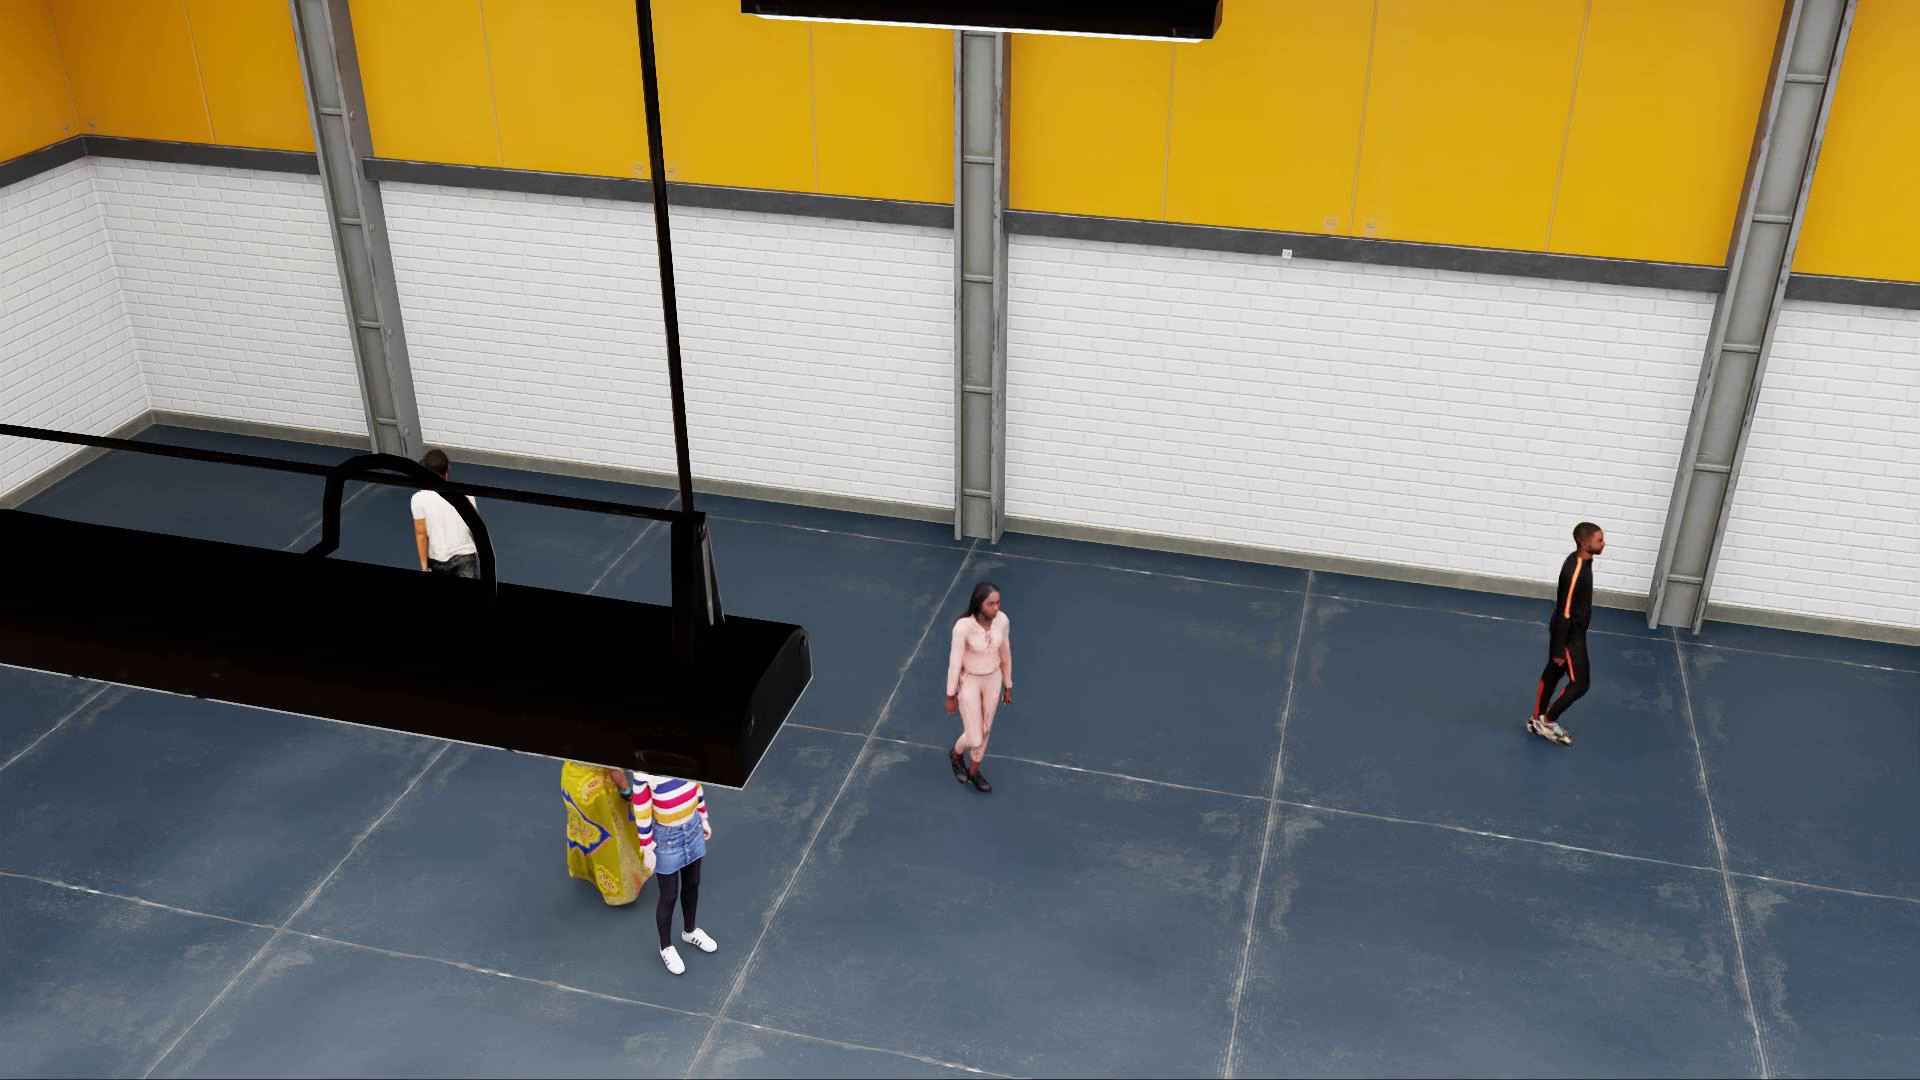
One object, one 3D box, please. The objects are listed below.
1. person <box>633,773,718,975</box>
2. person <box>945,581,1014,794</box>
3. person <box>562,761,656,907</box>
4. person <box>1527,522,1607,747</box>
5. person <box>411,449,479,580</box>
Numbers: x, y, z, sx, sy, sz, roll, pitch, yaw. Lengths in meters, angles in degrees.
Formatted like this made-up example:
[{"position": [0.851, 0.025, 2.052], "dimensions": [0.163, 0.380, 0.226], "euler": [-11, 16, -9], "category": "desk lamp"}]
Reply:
[{"position": [-1.719, 1.790, 10.039], "dimensions": [0.688, 1.808, 0.720], "euler": [24, 37, 37], "category": "person"}, {"position": [0.077, 1.002, 11.590], "dimensions": [0.796, 1.706, 0.849], "euler": [-19, 34, -30], "category": "person"}, {"position": [-2.320, 1.590, 10.578], "dimensions": [0.951, 1.653, 1.094], "euler": [24, 37, 36], "category": "person"}, {"position": [4.335, 0.663, 12.110], "dimensions": [0.640, 1.803, 0.688], "euler": [12, 31, 21], "category": "person"}, {"position": [-3.980, 0.176, 13.060], "dimensions": [1.167, 1.759, 1.145], "euler": [-11, 30, -18], "category": "person"}]
